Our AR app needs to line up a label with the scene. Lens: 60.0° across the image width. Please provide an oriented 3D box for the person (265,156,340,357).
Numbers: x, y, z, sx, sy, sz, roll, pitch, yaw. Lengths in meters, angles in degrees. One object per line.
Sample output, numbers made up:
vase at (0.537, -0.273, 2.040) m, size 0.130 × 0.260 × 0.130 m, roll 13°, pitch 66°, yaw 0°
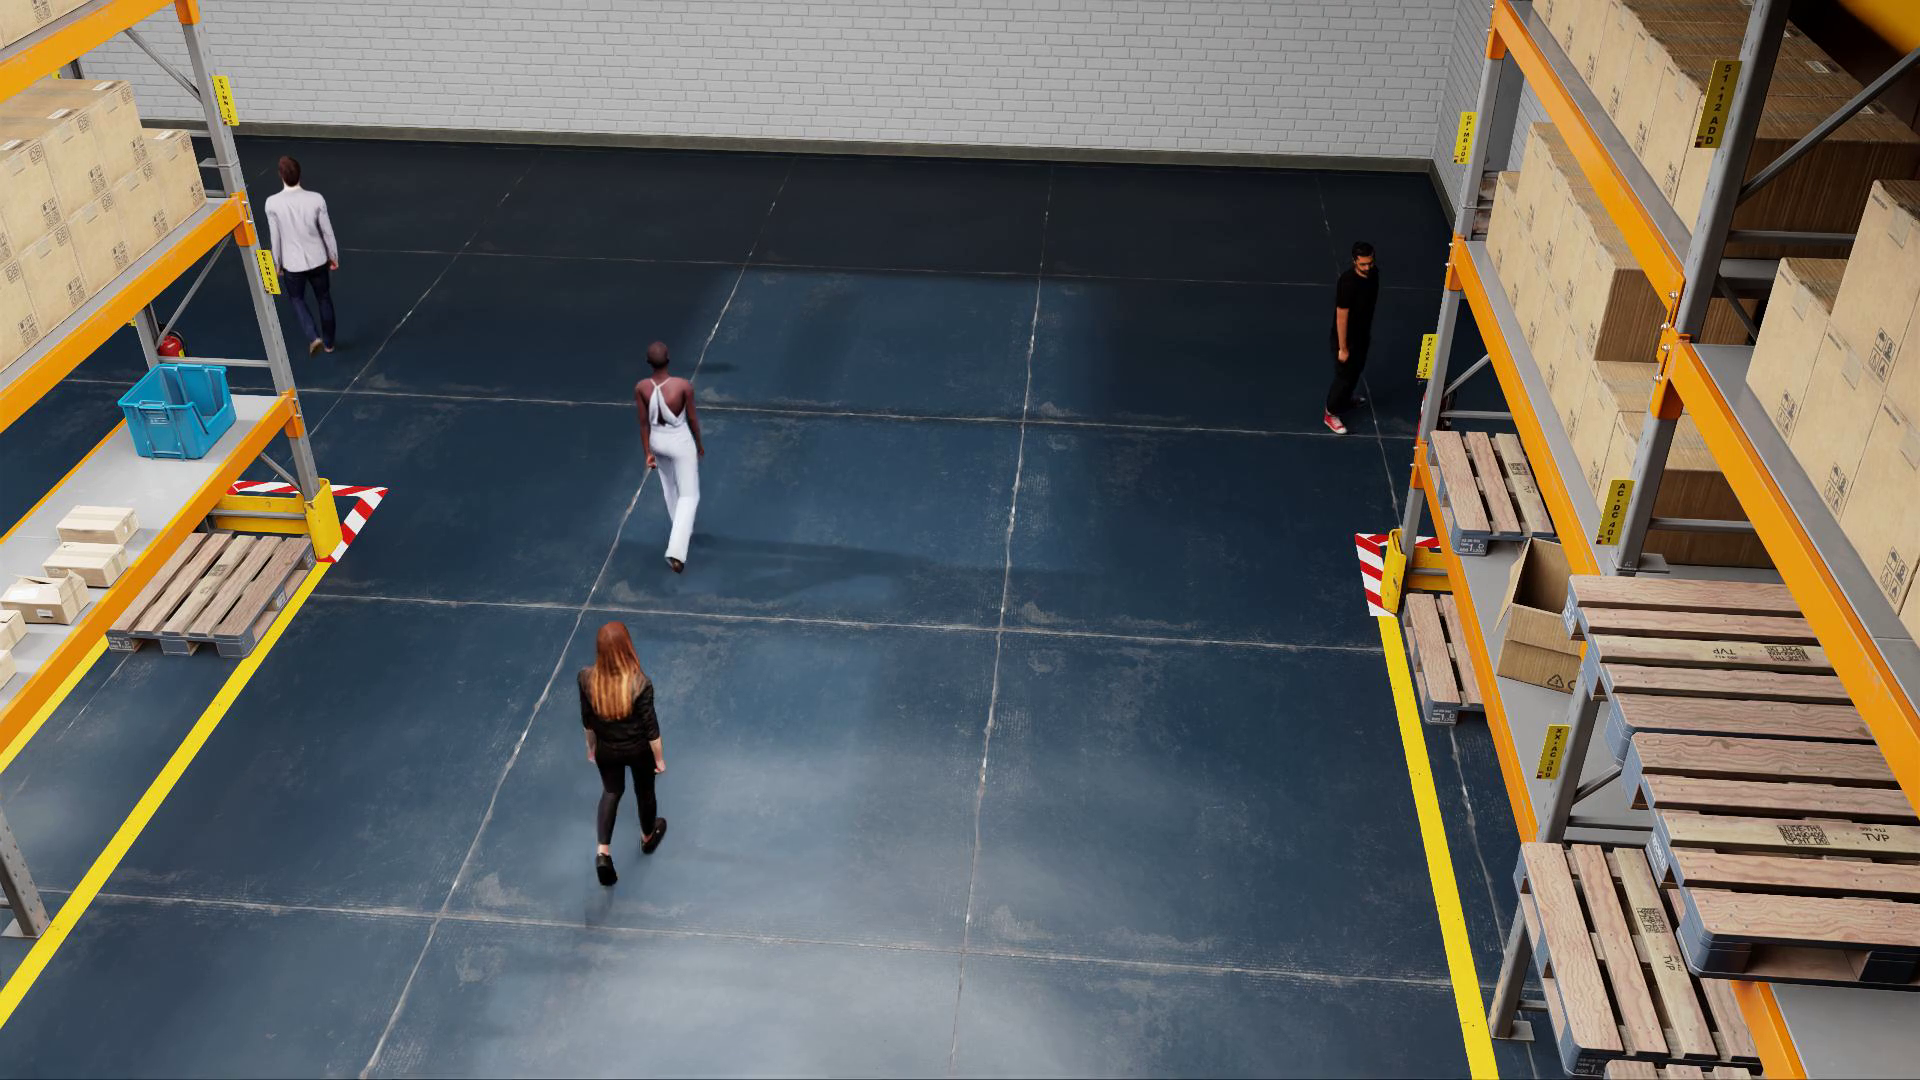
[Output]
person at (-5.800, -2.458, 14.742) m, size 0.902 × 1.839 × 0.972 m, roll -15°, pitch 37°, yaw -21°

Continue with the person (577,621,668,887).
person at (-1.920, 1.212, 9.346) m, size 0.664 × 1.699 × 0.960 m, roll 7°, pitch 34°, yaw 10°

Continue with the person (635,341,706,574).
person at (-2.076, -0.570, 11.979) m, size 0.595 × 1.753 × 1.046 m, roll 3°, pitch 34°, yaw 5°

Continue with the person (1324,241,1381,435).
person at (3.216, -1.685, 13.684) m, size 0.970 × 1.722 × 0.804 m, roll 16°, pitch 37°, yaw 22°
